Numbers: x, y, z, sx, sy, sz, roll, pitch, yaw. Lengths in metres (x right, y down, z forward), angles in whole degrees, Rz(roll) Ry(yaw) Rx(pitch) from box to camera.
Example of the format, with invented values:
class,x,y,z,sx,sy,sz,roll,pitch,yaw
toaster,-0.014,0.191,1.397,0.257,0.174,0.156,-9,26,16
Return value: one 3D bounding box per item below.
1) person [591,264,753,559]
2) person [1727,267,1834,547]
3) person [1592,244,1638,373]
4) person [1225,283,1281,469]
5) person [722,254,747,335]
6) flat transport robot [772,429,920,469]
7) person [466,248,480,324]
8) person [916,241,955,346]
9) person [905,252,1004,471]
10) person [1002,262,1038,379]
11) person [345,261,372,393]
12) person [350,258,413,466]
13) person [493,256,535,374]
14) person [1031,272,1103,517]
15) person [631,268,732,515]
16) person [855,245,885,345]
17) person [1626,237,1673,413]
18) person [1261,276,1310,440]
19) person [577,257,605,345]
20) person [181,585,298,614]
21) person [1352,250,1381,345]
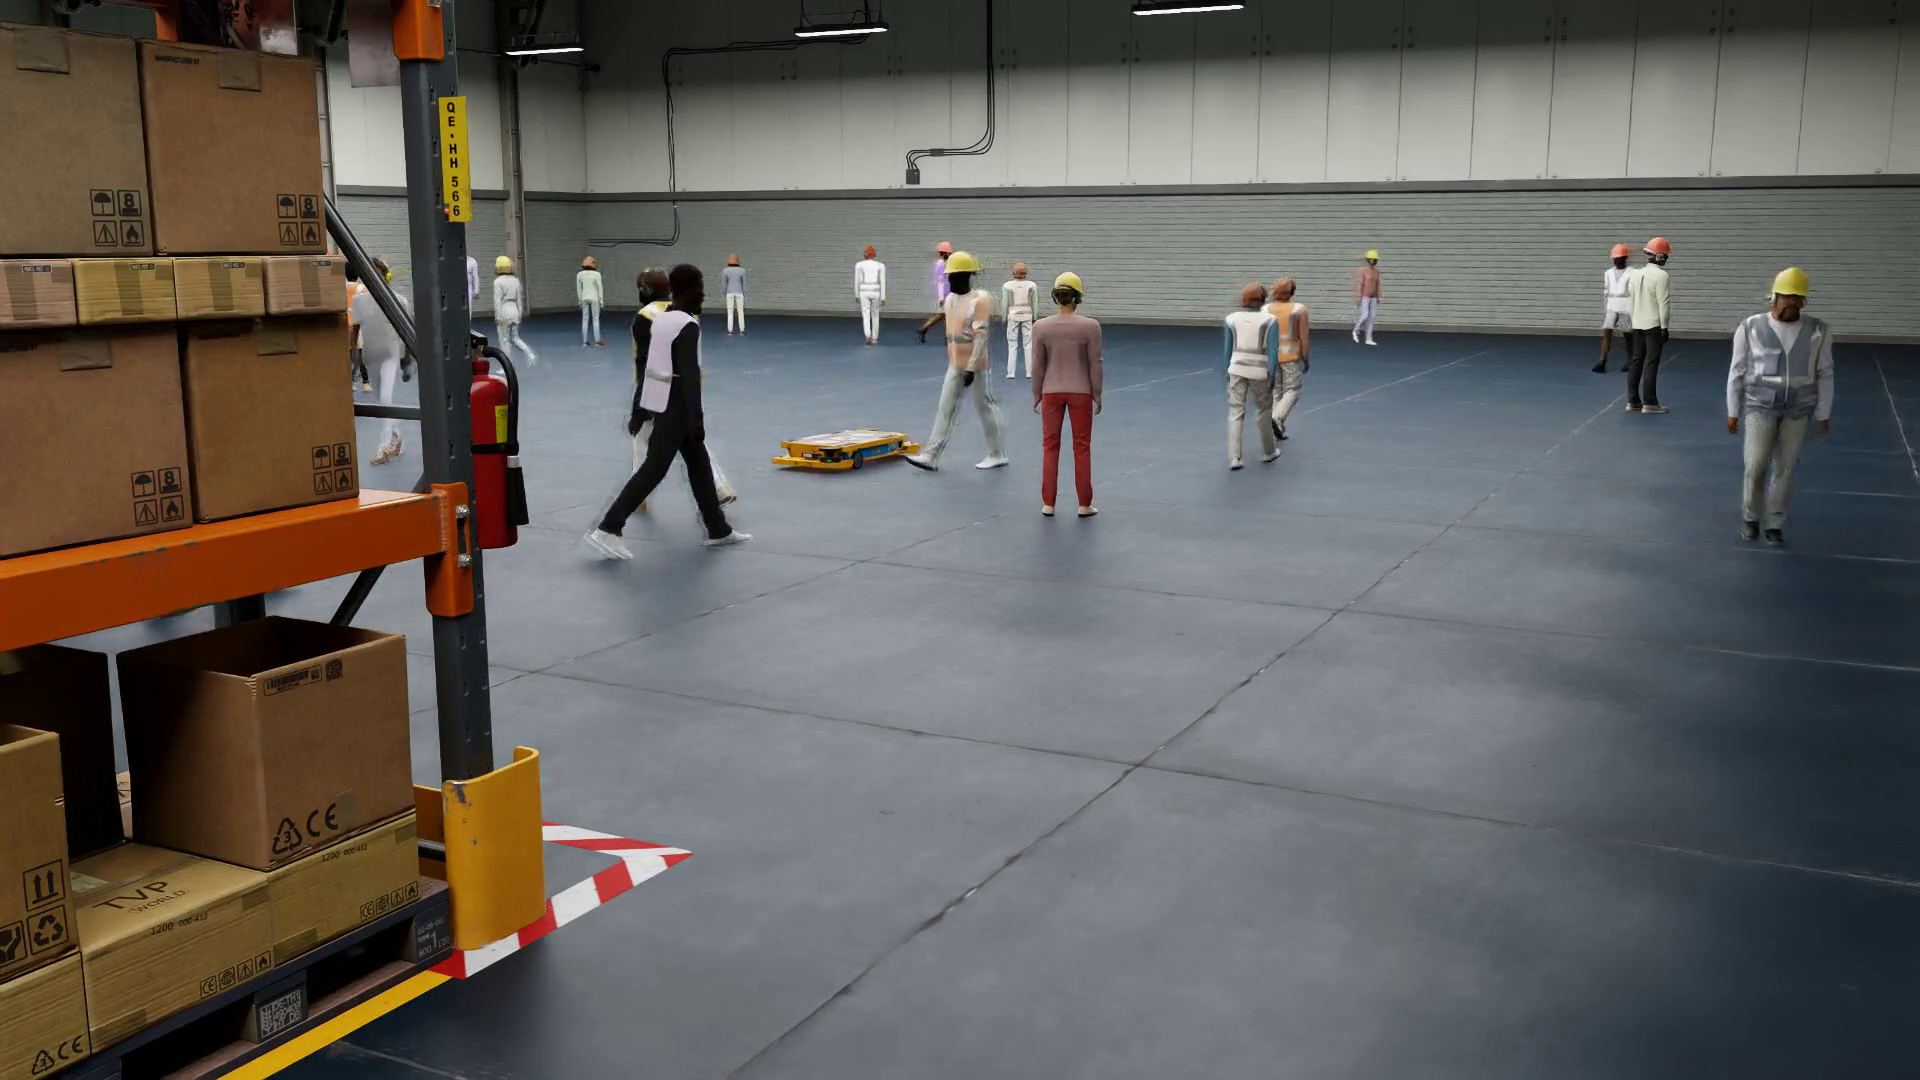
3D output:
class,x,y,z,sx,sy,sz,roll,pitch,yaw
person,-1.882,-0.829,10.619,1.092,1.854,0.607,-5,11,-25
person,5.325,-0.854,10.803,0.618,1.814,0.433,3,11,14
person,9.734,-3.406,24.554,0.986,1.891,0.562,-10,14,-43
person,2.568,-1.435,14.535,0.531,1.599,0.819,6,12,30
person,-4.586,-4.988,33.856,0.499,1.633,0.286,-2,11,-9
flat transport robot,-1.000,-0.822,14.858,0.652,0.197,1.431,6,12,29
person,-9.806,-4.915,32.764,0.674,1.882,0.677,-4,11,-19
person,-0.385,-4.486,30.362,0.740,1.913,0.550,-1,10,-8
person,0.002,-1.517,14.266,0.972,1.876,0.603,-8,13,-39
person,0.844,-3.092,23.500,0.522,1.640,0.306,-1,10,-8
person,-7.788,-2.737,21.405,0.530,1.697,0.321,2,11,11
person,-5.204,-1.617,14.978,0.513,1.831,0.973,0,10,0
person,-6.530,-3.263,24.204,0.536,1.730,0.494,5,12,27
person,0.771,-1.038,11.977,0.524,1.760,0.327,2,11,12
person,-2.098,-1.069,12.080,0.898,1.804,0.679,6,12,28
person,-1.659,-4.547,30.905,0.558,1.852,0.912,-2,11,-11
person,7.913,-2.452,19.040,0.381,1.994,0.621,-3,11,-13
person,3.151,-1.768,16.302,0.526,1.624,0.531,8,13,36
person,-6.791,-4.381,30.587,0.510,1.638,0.331,3,11,14
person,-4.064,-0.517,9.070,0.562,1.792,0.988,8,13,38
person,7.521,-4.462,30.625,0.551,1.752,0.393,-6,12,-31
